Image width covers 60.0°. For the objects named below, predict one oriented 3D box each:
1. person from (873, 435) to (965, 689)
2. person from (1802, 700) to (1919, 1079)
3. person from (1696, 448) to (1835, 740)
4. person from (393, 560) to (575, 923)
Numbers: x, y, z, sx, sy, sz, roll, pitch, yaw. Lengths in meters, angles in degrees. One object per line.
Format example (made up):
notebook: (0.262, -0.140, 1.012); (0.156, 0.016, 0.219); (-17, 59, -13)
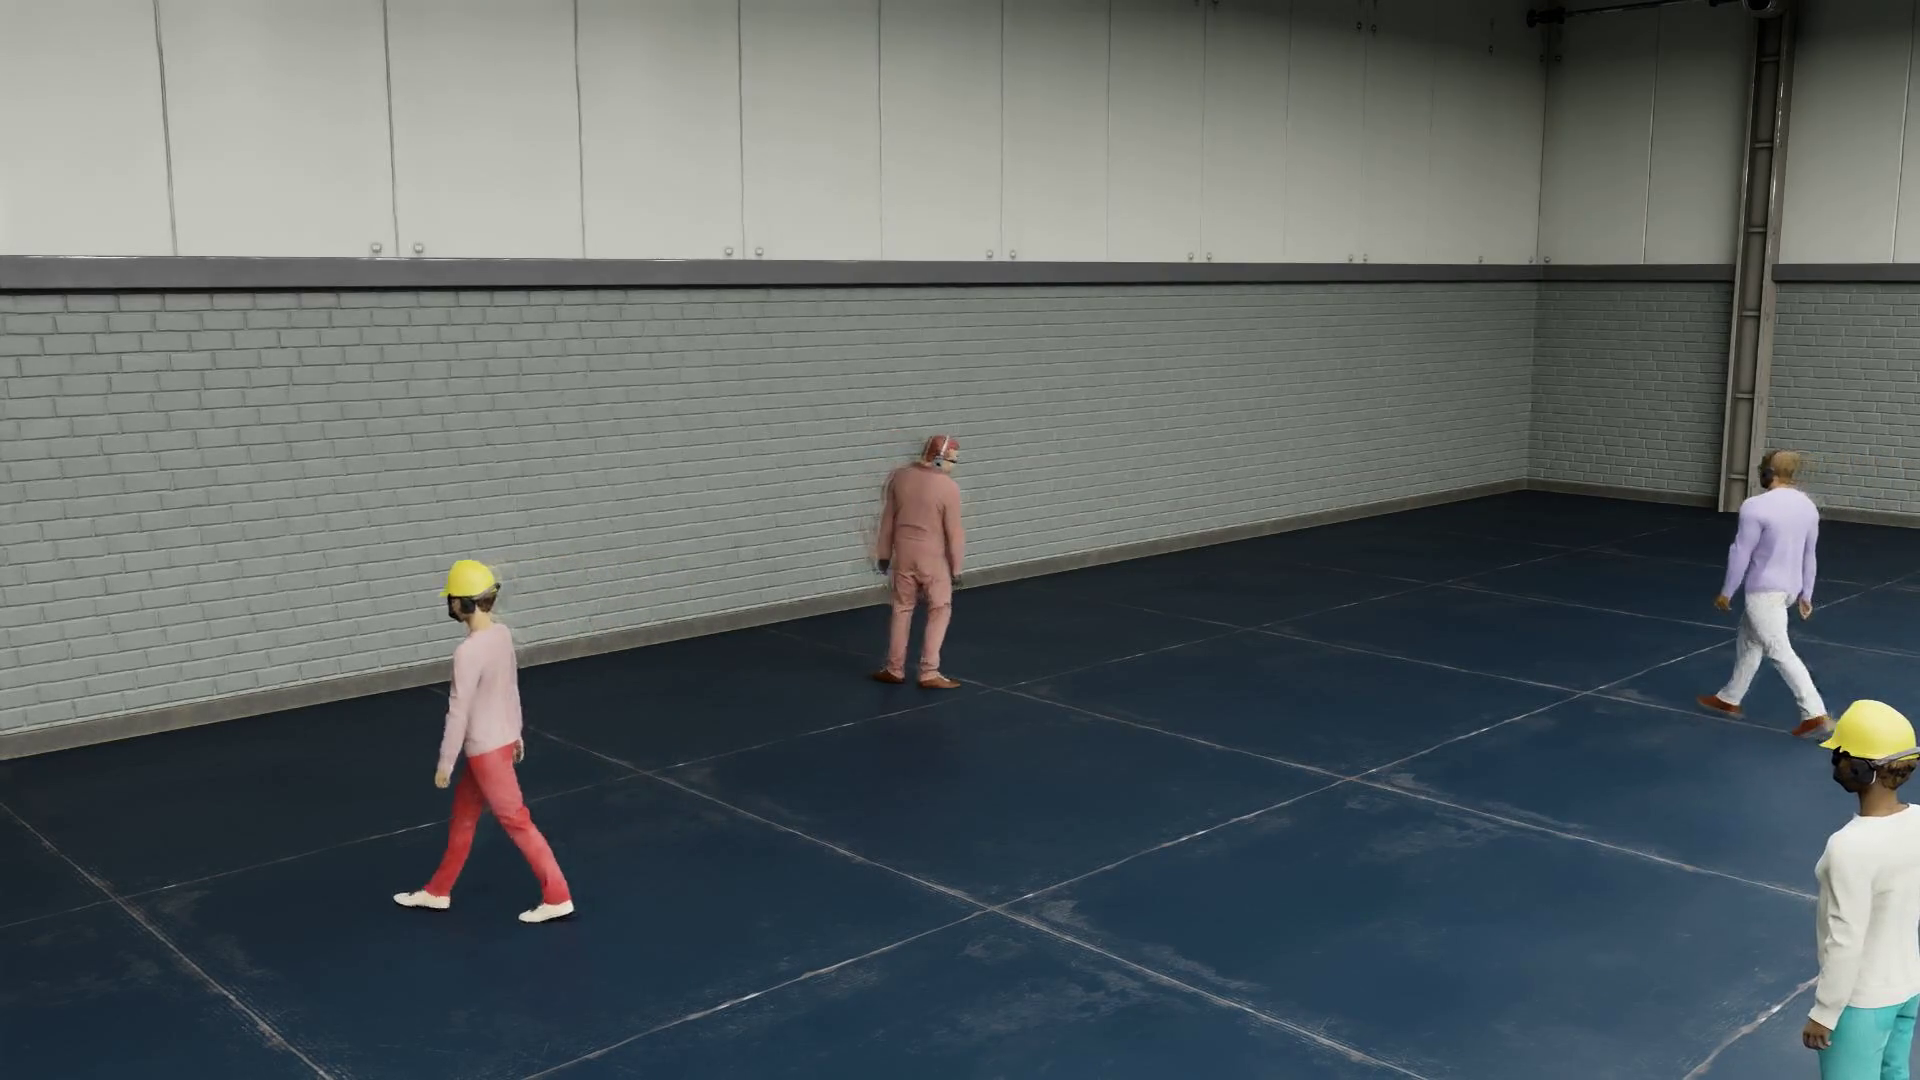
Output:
person: (-0.298, 0.152, 12.194); (0.790, 1.867, 0.399); (6, 11, 34)
person: (2.706, 1.353, 5.021); (0.528, 1.767, 0.329); (-7, 11, -36)
person: (5.409, 0.336, 10.990); (0.628, 1.895, 1.044); (-5, 11, -30)
person: (-2.217, 0.942, 7.711); (0.904, 1.714, 0.540); (0, 9, 3)
